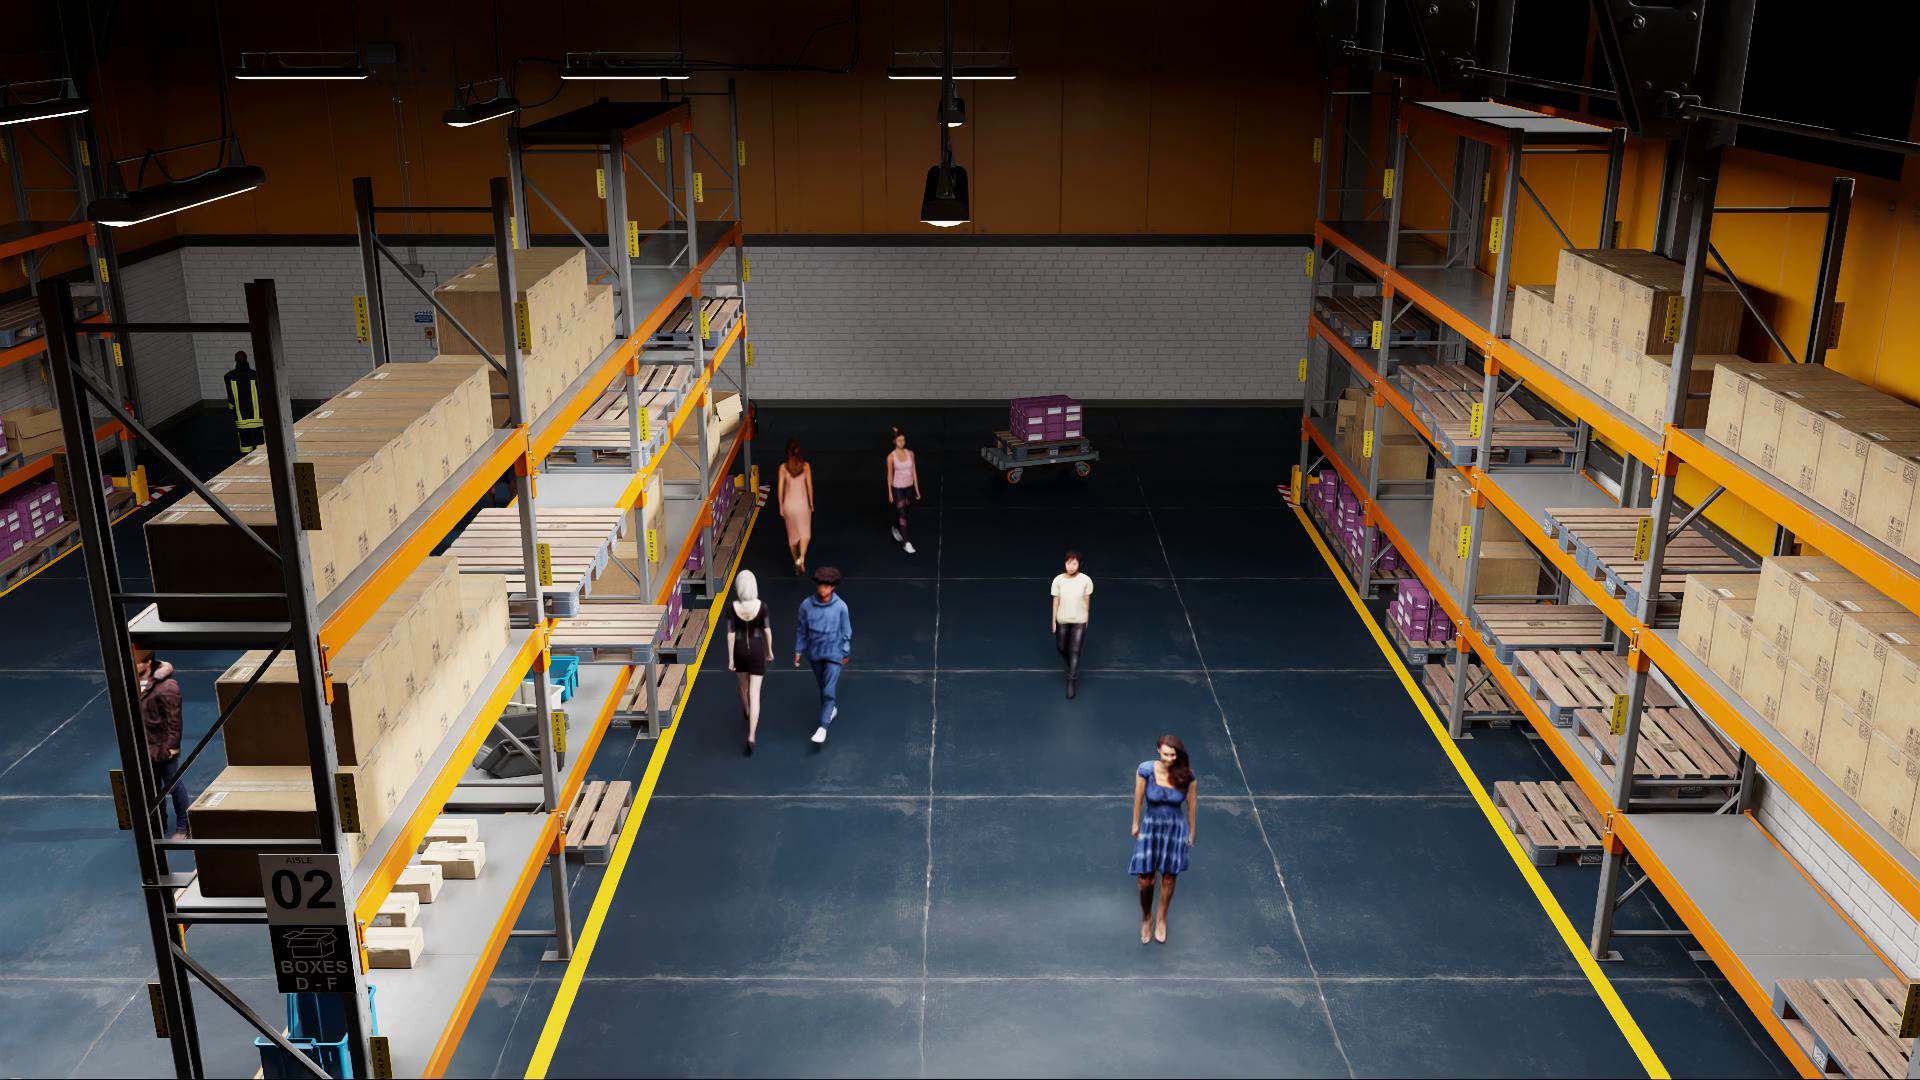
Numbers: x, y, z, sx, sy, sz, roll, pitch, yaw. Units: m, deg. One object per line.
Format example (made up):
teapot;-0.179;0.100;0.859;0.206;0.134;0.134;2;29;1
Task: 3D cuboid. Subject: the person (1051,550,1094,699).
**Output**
person;1.189;0.854;17.727;0.691;1.566;0.984;3;19;9

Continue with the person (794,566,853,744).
person;-1.330;1.099;16.688;0.909;1.764;1.222;6;19;17

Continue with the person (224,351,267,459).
person;-11.130;-2.072;26.012;0.819;1.822;0.772;-5;19;-15

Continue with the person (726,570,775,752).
person;-2.061;1.216;16.322;0.705;1.776;1.185;-3;19;-8

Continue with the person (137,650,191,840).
person;-7.051;1.766;14.575;0.824;1.848;0.777;5;19;14

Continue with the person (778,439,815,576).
person;-2.060;-0.372;20.967;0.613;1.821;0.873;-1;19;-3

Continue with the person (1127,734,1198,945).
person;1.582;2.313;13.036;0.696;1.794;0.726;2;19;5

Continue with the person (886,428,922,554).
person;-0.802;-0.693;22.239;0.927;1.618;1.124;-11;22;-30
